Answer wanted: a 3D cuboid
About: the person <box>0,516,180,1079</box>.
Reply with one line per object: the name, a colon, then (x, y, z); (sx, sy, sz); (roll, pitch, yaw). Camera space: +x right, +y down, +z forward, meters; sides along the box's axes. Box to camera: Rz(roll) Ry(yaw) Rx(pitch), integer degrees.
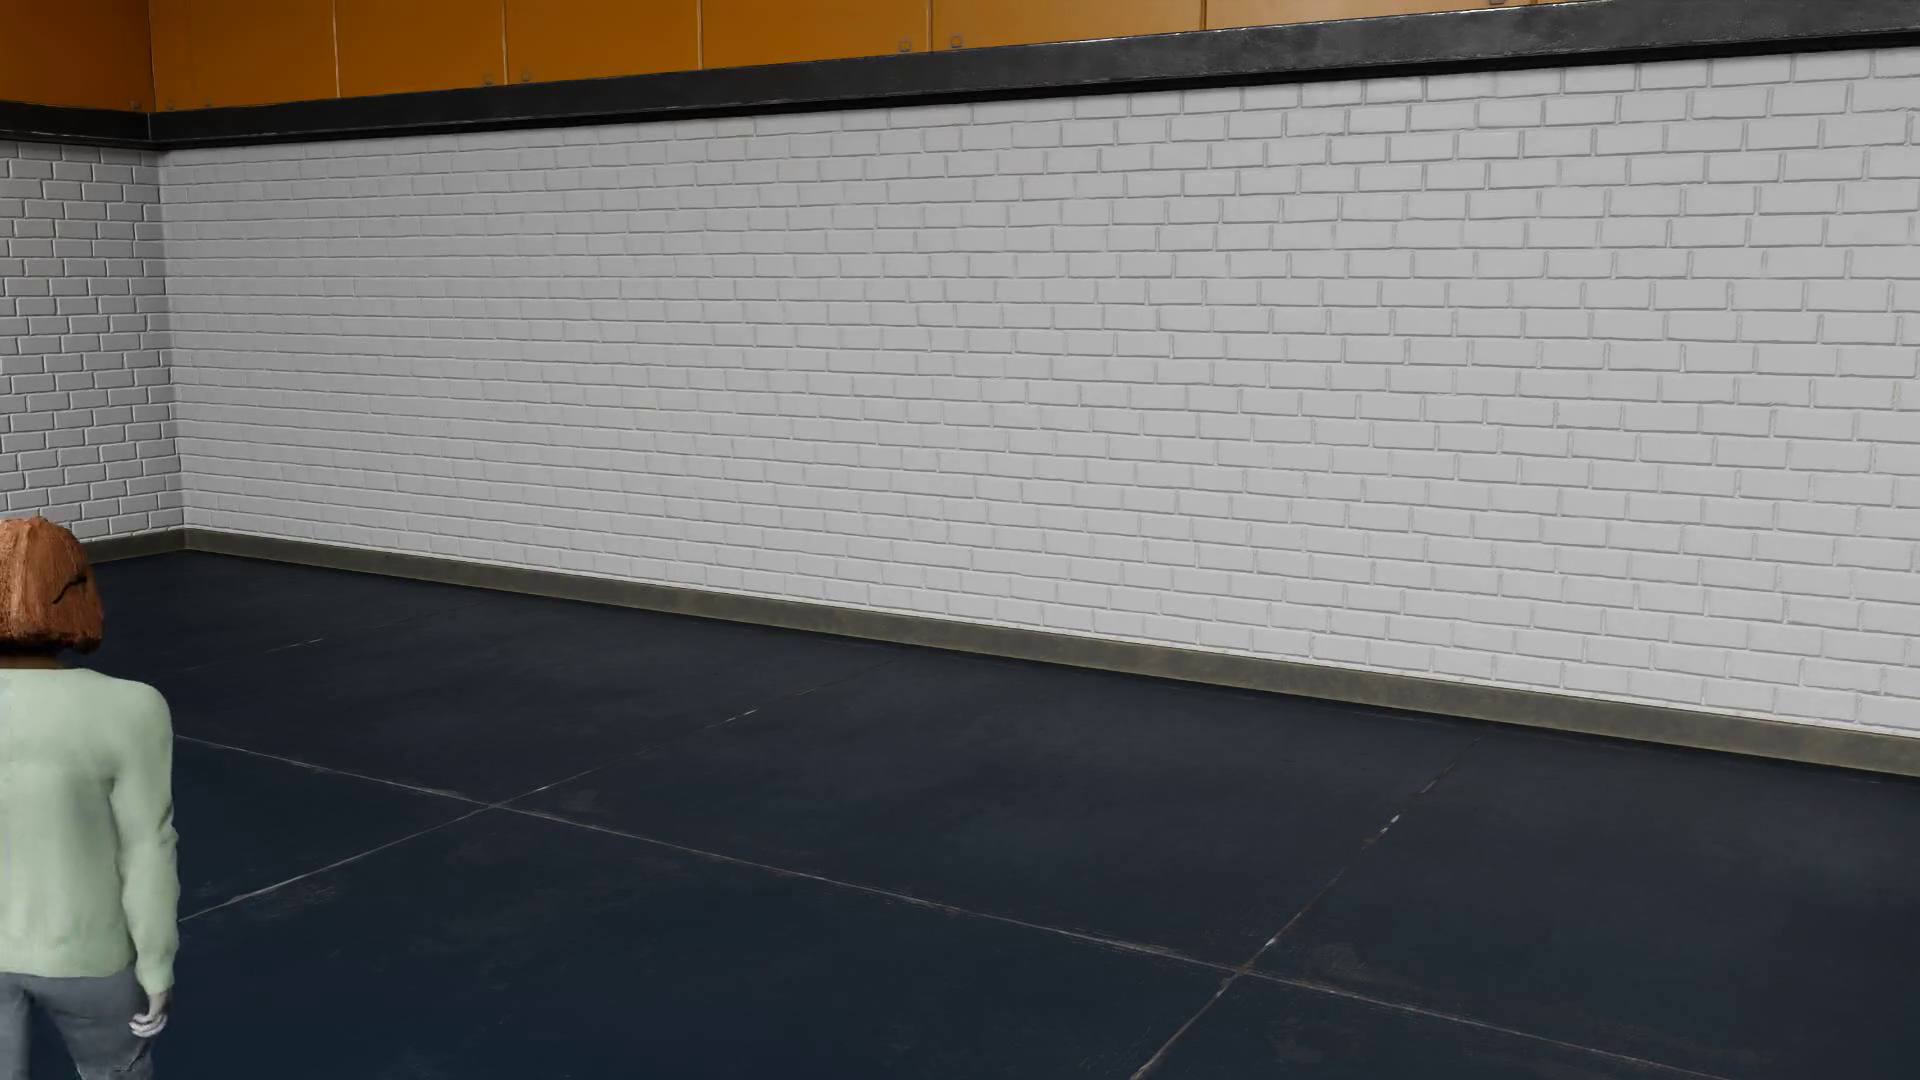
person: (-1.677, 0.748, 3.051); (0.517, 1.587, 0.842); (-2, 9, -14)
